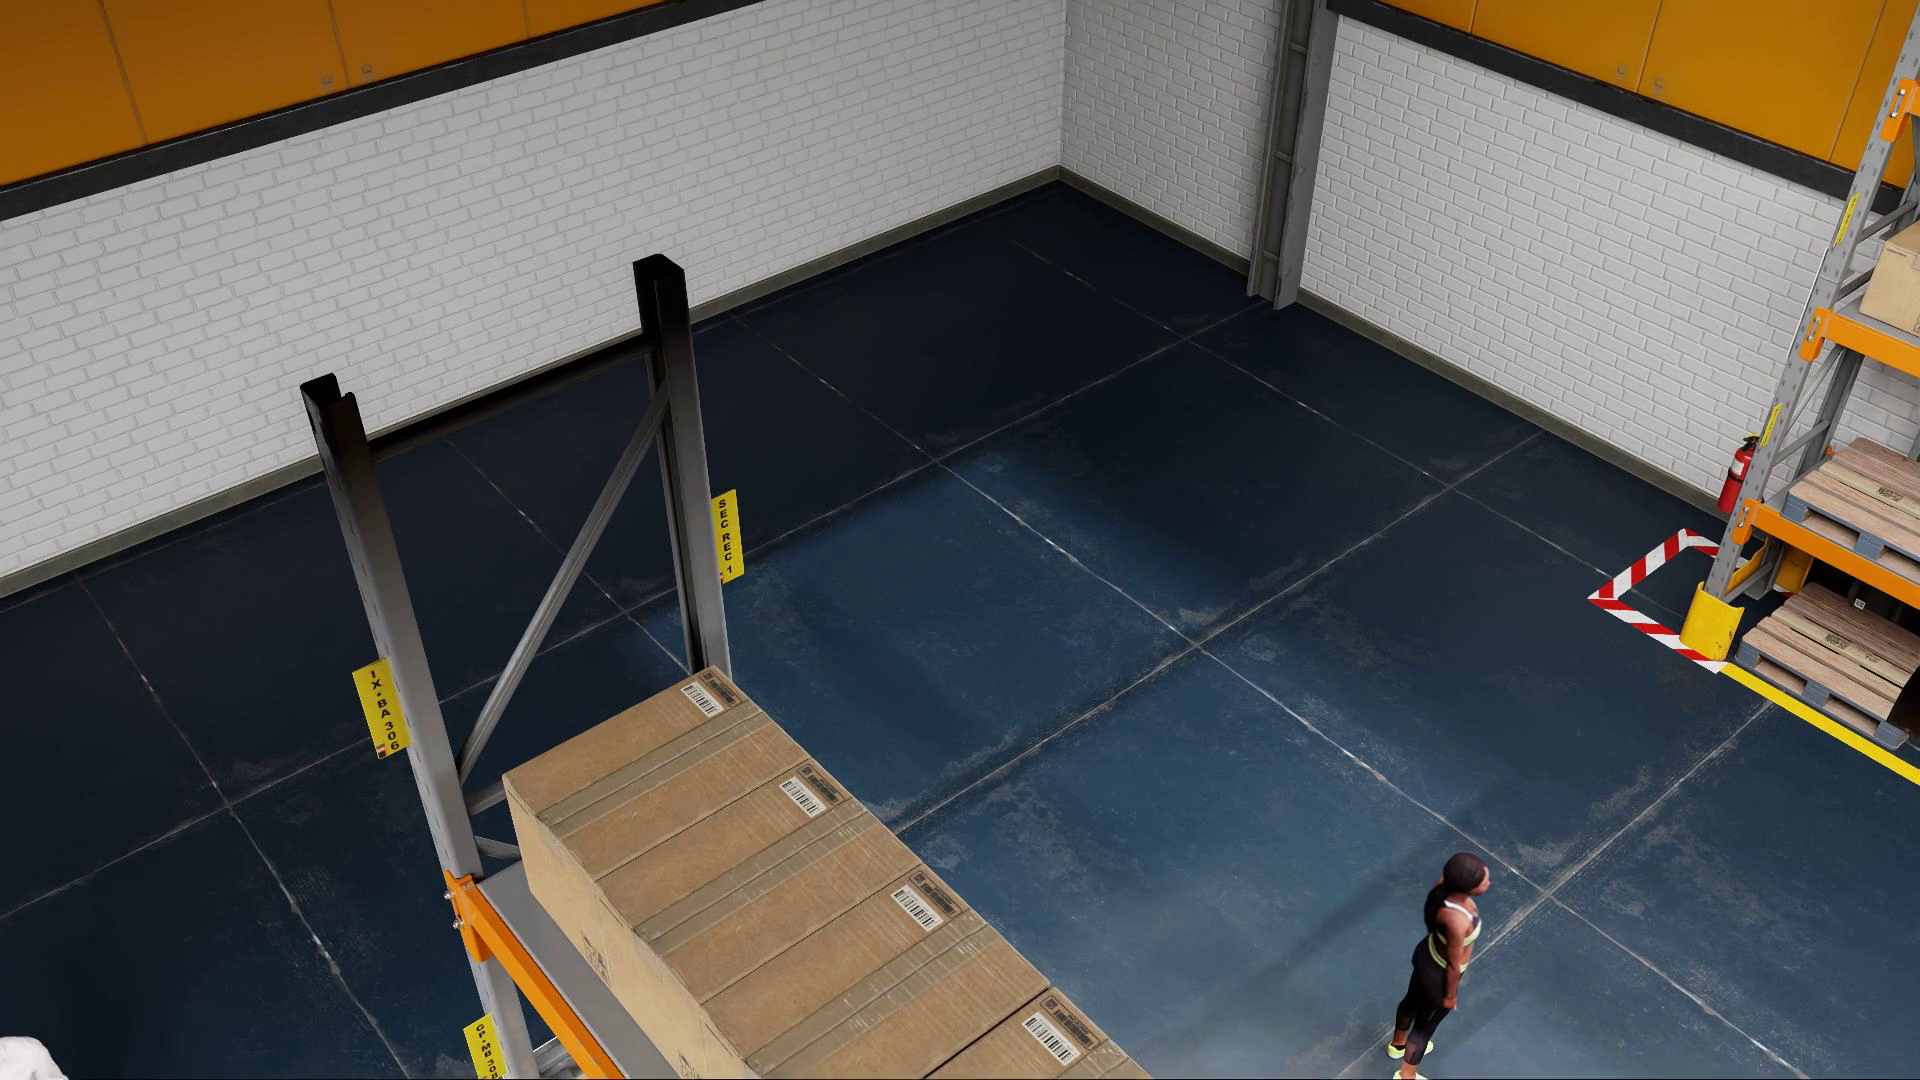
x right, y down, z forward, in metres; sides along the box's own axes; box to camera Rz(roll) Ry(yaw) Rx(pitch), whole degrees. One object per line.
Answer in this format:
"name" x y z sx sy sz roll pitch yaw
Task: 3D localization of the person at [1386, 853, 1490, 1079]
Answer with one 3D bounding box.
"person" 2.519 2.279 8.823 0.699 1.755 0.632 1 39 2
